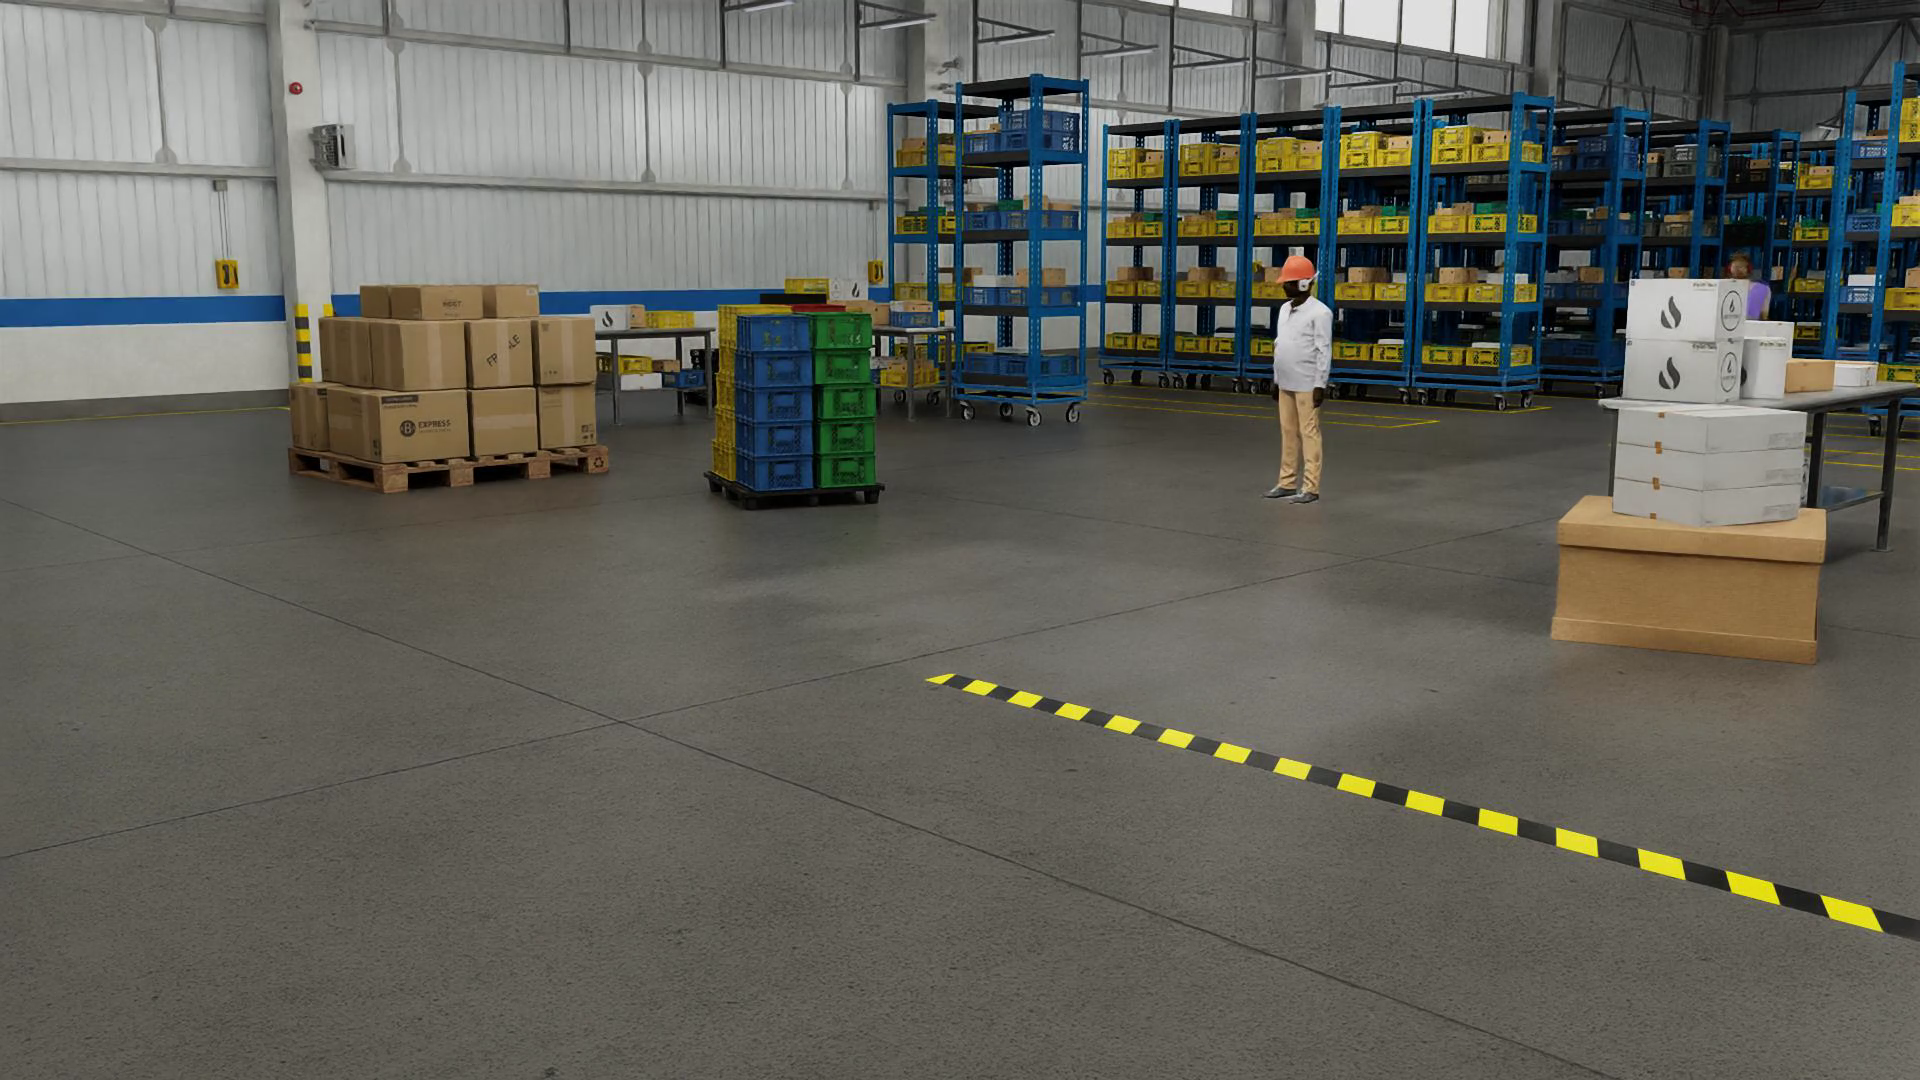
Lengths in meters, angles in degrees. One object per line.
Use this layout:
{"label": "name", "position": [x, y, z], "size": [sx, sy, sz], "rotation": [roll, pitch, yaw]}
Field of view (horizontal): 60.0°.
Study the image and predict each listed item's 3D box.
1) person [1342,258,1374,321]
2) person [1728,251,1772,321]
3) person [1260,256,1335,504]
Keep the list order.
{"label": "person", "position": [7.354, -4.284, 30.603], "size": [0.612, 1.795, 0.829], "rotation": [6, 11, 31]}
{"label": "person", "position": [7.586, -1.909, 16.263], "size": [0.577, 1.822, 0.730], "rotation": [6, 11, 32]}
{"label": "person", "position": [2.389, -1.128, 11.797], "size": [0.339, 1.745, 0.561], "rotation": [-4, 10, -25]}
